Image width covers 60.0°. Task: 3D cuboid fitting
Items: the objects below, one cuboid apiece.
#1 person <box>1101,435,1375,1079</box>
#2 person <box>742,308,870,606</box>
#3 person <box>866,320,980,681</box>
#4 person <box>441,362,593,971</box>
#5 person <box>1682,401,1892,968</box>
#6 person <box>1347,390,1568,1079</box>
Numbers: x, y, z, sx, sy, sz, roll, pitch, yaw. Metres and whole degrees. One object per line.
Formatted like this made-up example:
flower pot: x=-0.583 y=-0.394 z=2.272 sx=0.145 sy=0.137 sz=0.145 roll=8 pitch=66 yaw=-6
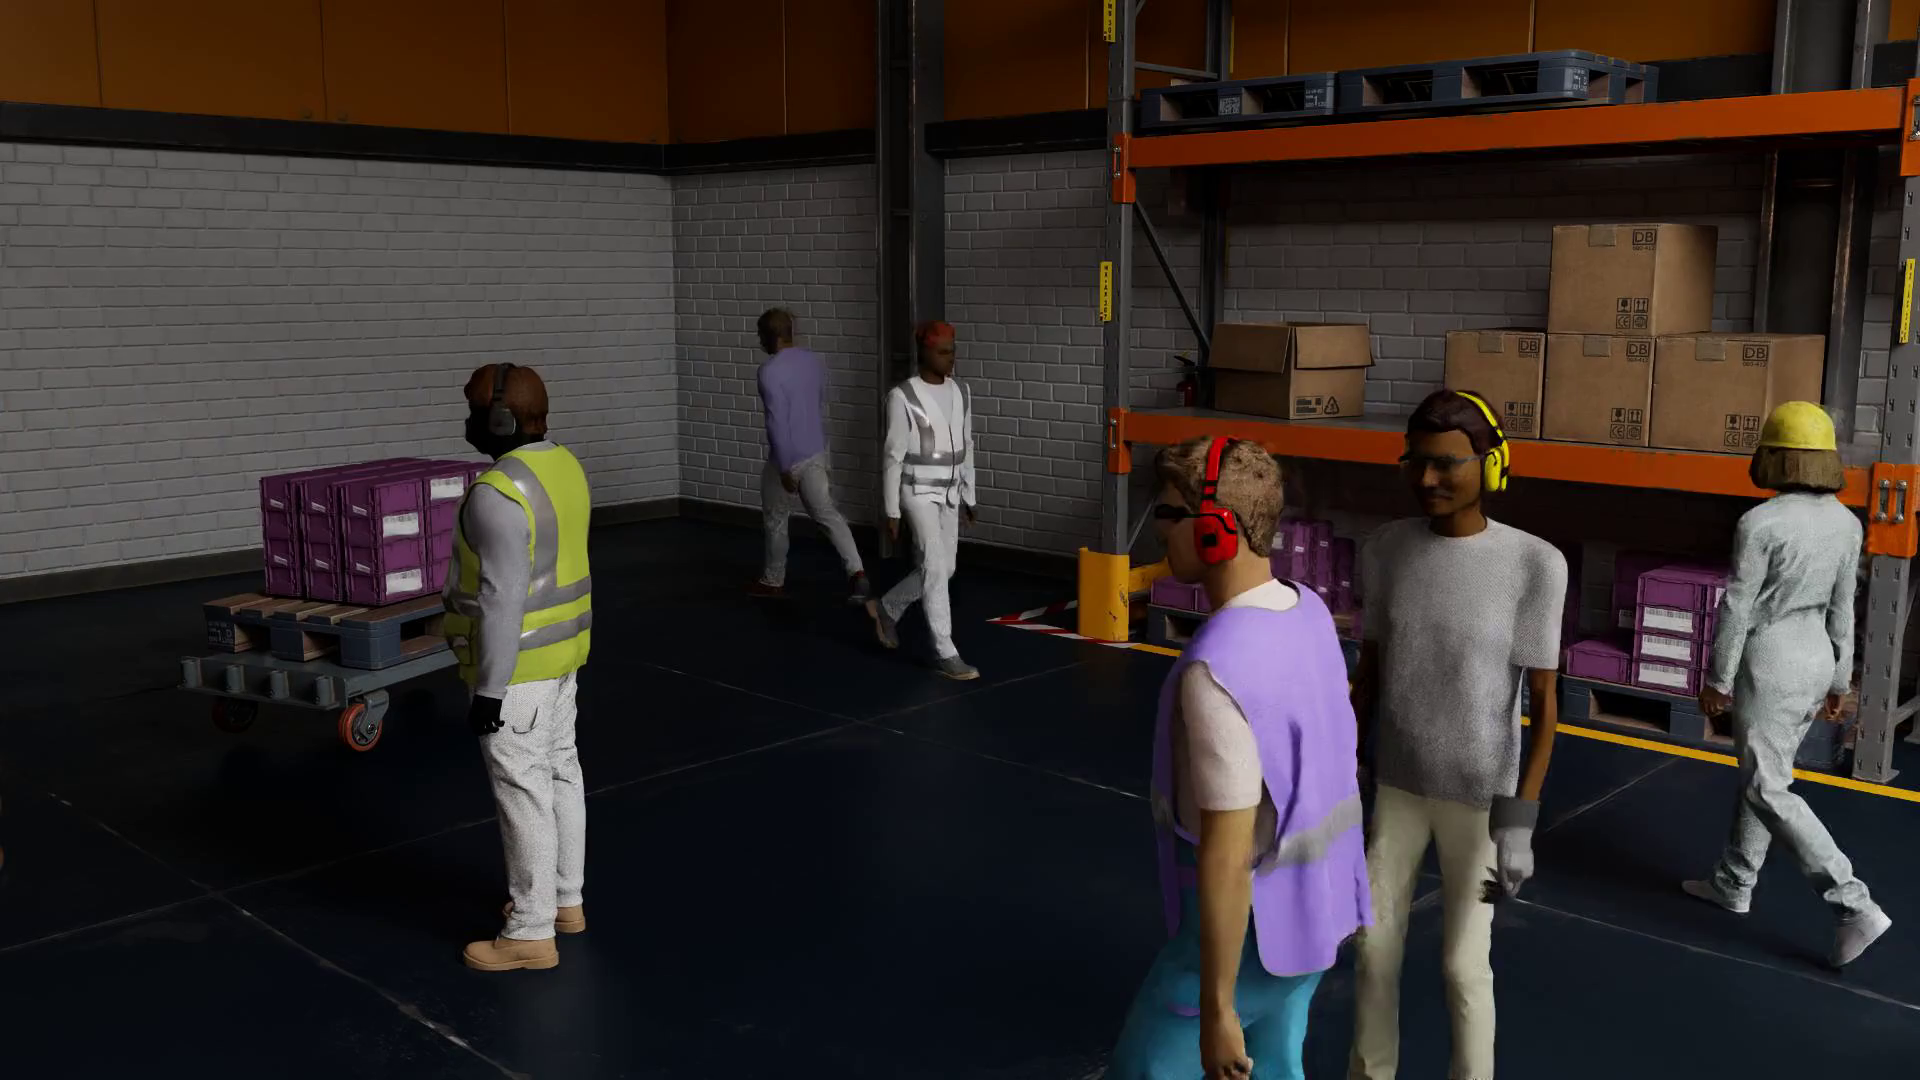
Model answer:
person: x=0.467 y=0.721 z=3.051 sx=0.546 sy=1.825 sz=0.567 roll=6 pitch=11 yaw=33
person: x=-0.971 y=-0.511 z=10.451 sx=0.989 sy=1.889 sz=0.649 roll=6 pitch=11 yaw=31
person: x=-0.211 y=-0.226 z=8.742 sx=0.784 sy=1.865 sz=0.588 roll=8 pitch=12 yaw=40
person: x=-1.347 y=0.381 z=5.088 sx=0.429 sy=1.841 sz=0.633 roll=1 pitch=9 yaw=7
person: x=2.618 y=0.431 z=5.179 sx=0.494 sy=1.721 sz=0.784 roll=-4 pitch=10 yaw=-25
person: x=1.087 y=0.590 z=3.775 sx=0.523 sy=1.858 sz=0.359 roll=8 pitch=12 yaw=40
